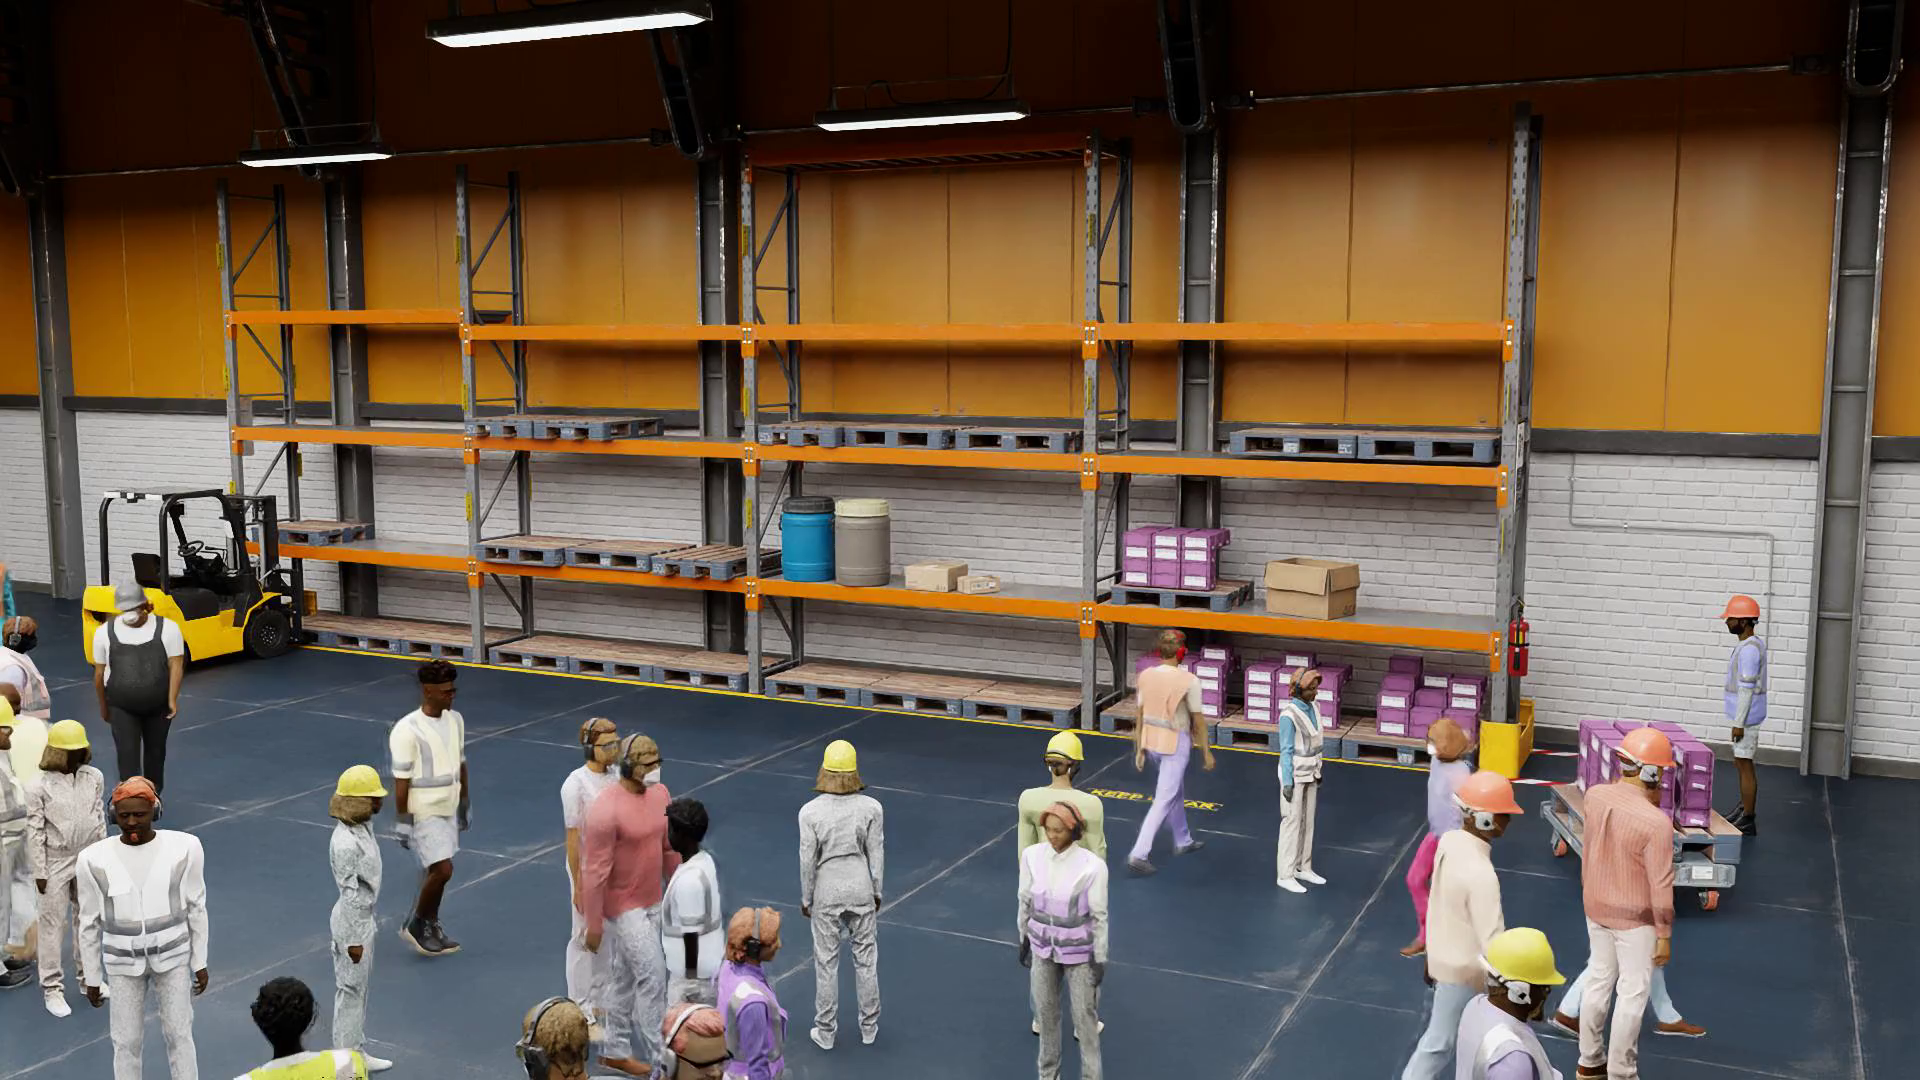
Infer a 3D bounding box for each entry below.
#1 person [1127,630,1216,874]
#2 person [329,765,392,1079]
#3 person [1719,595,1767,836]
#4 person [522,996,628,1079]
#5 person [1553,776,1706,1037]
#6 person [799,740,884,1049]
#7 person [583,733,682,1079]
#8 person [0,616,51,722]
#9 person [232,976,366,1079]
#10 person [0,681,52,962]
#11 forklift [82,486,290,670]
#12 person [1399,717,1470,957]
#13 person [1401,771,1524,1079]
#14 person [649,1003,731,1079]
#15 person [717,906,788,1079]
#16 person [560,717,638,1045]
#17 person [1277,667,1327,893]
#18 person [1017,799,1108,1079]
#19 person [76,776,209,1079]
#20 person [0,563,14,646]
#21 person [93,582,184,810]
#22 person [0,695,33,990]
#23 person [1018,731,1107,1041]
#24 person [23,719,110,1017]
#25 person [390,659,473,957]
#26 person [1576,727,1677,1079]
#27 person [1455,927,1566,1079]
[{"bbox_3d":[1.554,1.577,12.527,0.963,1.803,0.585,-5,9,-38],"label":"person"},{"bbox_3d":[-3.183,2.050,8.845,0.325,1.740,0.492,-2,7,-13],"label":"person"},{"bbox_3d":[6.290,1.405,13.412,0.388,1.931,0.543,3,8,24],"label":"person"},{"bbox_3d":[-1.240,2.393,5.272,0.383,1.928,0.636,4,8,29],"label":"person"},{"bbox_3d":[3.806,2.051,9.430,0.826,1.594,0.502,2,7,17],"label":"person"},{"bbox_3d":[-0.668,1.986,9.368,0.485,1.744,0.295,-2,7,-15],"label":"person"},{"bbox_3d":[-1.596,1.966,8.789,0.810,1.911,0.645,3,7,21],"label":"person"},{"bbox_3d":[-7.362,1.499,13.046,0.429,1.831,0.635,-4,8,-30],"label":"person"},{"bbox_3d":[-2.398,2.420,6.070,0.531,1.661,0.813,-4,8,-27],"label":"person"},{"bbox_3d":[-5.965,1.809,10.564,0.583,1.819,0.665,3,7,21],"label":"person"},{"bbox_3d":[-9.426,0.454,20.179,1.214,2.155,2.313,3,8,26],"label":"forklift"},{"bbox_3d":[3.017,1.911,10.490,0.542,1.611,0.513,-1,7,-8],"label":"person"},{"bbox_3d":[2.511,2.058,7.949,1.024,1.934,0.656,1,7,5],"label":"person"},{"bbox_3d":[-0.843,2.398,5.314,0.402,1.902,0.652,2,7,18],"label":"person"},{"bbox_3d":[-0.884,2.330,6.983,0.314,1.631,0.525,-2,7,-17],"label":"person"},{"bbox_3d":[-2.064,1.918,9.513,0.351,1.847,0.507,3,7,22],"label":"person"},{"bbox_3d":[2.456,1.721,12.018,0.320,1.631,0.525,5,9,37],"label":"person"},{"bbox_3d":[0.529,2.137,8.596,0.520,1.630,0.313,4,8,31],"label":"person"},{"bbox_3d":[-3.978,2.072,8.134,0.568,1.878,0.351,-3,7,-23],"label":"person"},{"bbox_3d":[-10.496,0.896,17.860,0.621,1.864,0.654,-5,8,-34],"label":"person"},{"bbox_3d":[-6.756,1.310,13.731,0.678,2.000,0.931,-4,8,-28],"label":"person"},{"bbox_3d":[-5.928,1.848,10.205,0.403,1.818,0.604,-4,8,-28],"label":"person"},{"bbox_3d":[0.588,1.965,9.483,0.524,1.760,0.326,3,7,22],"label":"person"},{"bbox_3d":[-5.276,1.923,9.889,0.298,1.743,0.484,3,8,27],"label":"person"},{"bbox_3d":[-3.366,1.722,10.679,0.455,1.948,0.629,3,7,20],"label":"person"},{"bbox_3d":[3.499,1.952,8.701,0.411,1.980,0.626,-2,7,-19],"label":"person"},{"bbox_3d":[2.042,2.330,6.175,0.404,1.828,0.587,0,7,3],"label":"person"}]
